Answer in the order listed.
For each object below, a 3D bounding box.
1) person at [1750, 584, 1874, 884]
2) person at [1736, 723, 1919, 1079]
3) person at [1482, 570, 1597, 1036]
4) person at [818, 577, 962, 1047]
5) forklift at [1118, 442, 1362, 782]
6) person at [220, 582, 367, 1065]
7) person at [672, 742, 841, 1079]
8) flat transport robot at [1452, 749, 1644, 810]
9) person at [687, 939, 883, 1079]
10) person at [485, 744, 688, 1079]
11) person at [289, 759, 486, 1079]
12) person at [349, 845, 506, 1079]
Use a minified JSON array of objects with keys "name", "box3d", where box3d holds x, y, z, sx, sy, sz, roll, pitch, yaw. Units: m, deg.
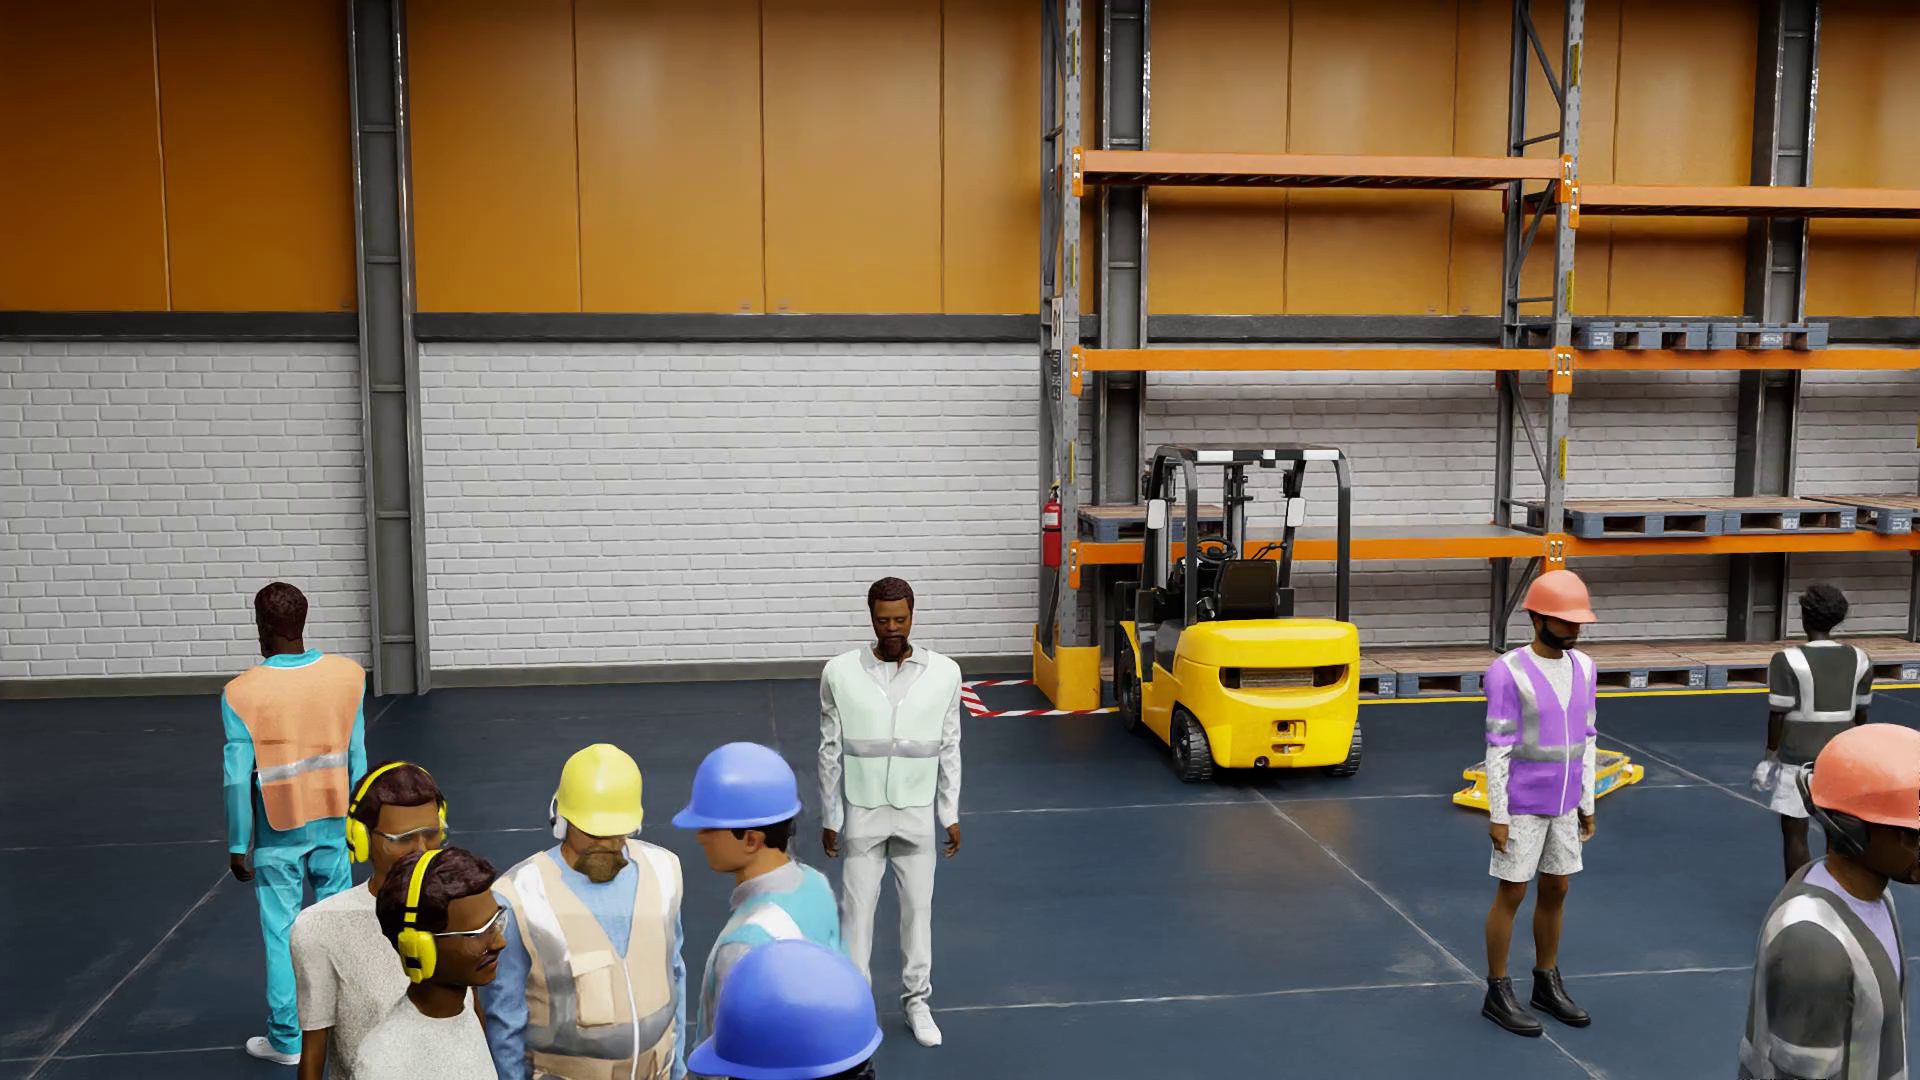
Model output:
[{"name":"person","box3d":[4.152,1.054,8.102,0.576,1.692,0.343,-1,7,-10]},{"name":"person","box3d":[1.942,1.394,3.687,0.441,2.033,0.611,5,8,37]},{"name":"person","box3d":[2.418,1.078,6.875,0.544,1.930,0.388,-3,7,-23]},{"name":"person","box3d":[-0.279,1.096,6.756,0.590,1.919,0.392,-1,7,-10]},{"name":"forklift","box3d":[1.912,0.418,11.496,1.214,2.155,2.313,-1,7,-8]},{"name":"person","box3d":[-2.622,1.119,6.605,0.397,1.911,0.587,6,9,40]},{"name":"person","box3d":[-0.404,1.421,3.942,0.886,1.923,0.639,1,7,7]},{"name":"flat transport robot","box3d":[3.723,1.488,10.469,0.652,0.197,1.431,6,9,41]},{"name":"person","box3d":[-0.203,1.564,2.589,0.415,1.939,0.603,2,7,18]},{"name":"person","box3d":[-0.944,1.419,4.345,0.591,1.822,0.404,-6,9,-43]},{"name":"person","box3d":[-1.318,1.441,3.958,0.328,1.870,0.510,6,9,42]},{"name":"person","box3d":[-1.003,1.516,3.285,0.328,1.874,0.521,0,7,-2]}]
